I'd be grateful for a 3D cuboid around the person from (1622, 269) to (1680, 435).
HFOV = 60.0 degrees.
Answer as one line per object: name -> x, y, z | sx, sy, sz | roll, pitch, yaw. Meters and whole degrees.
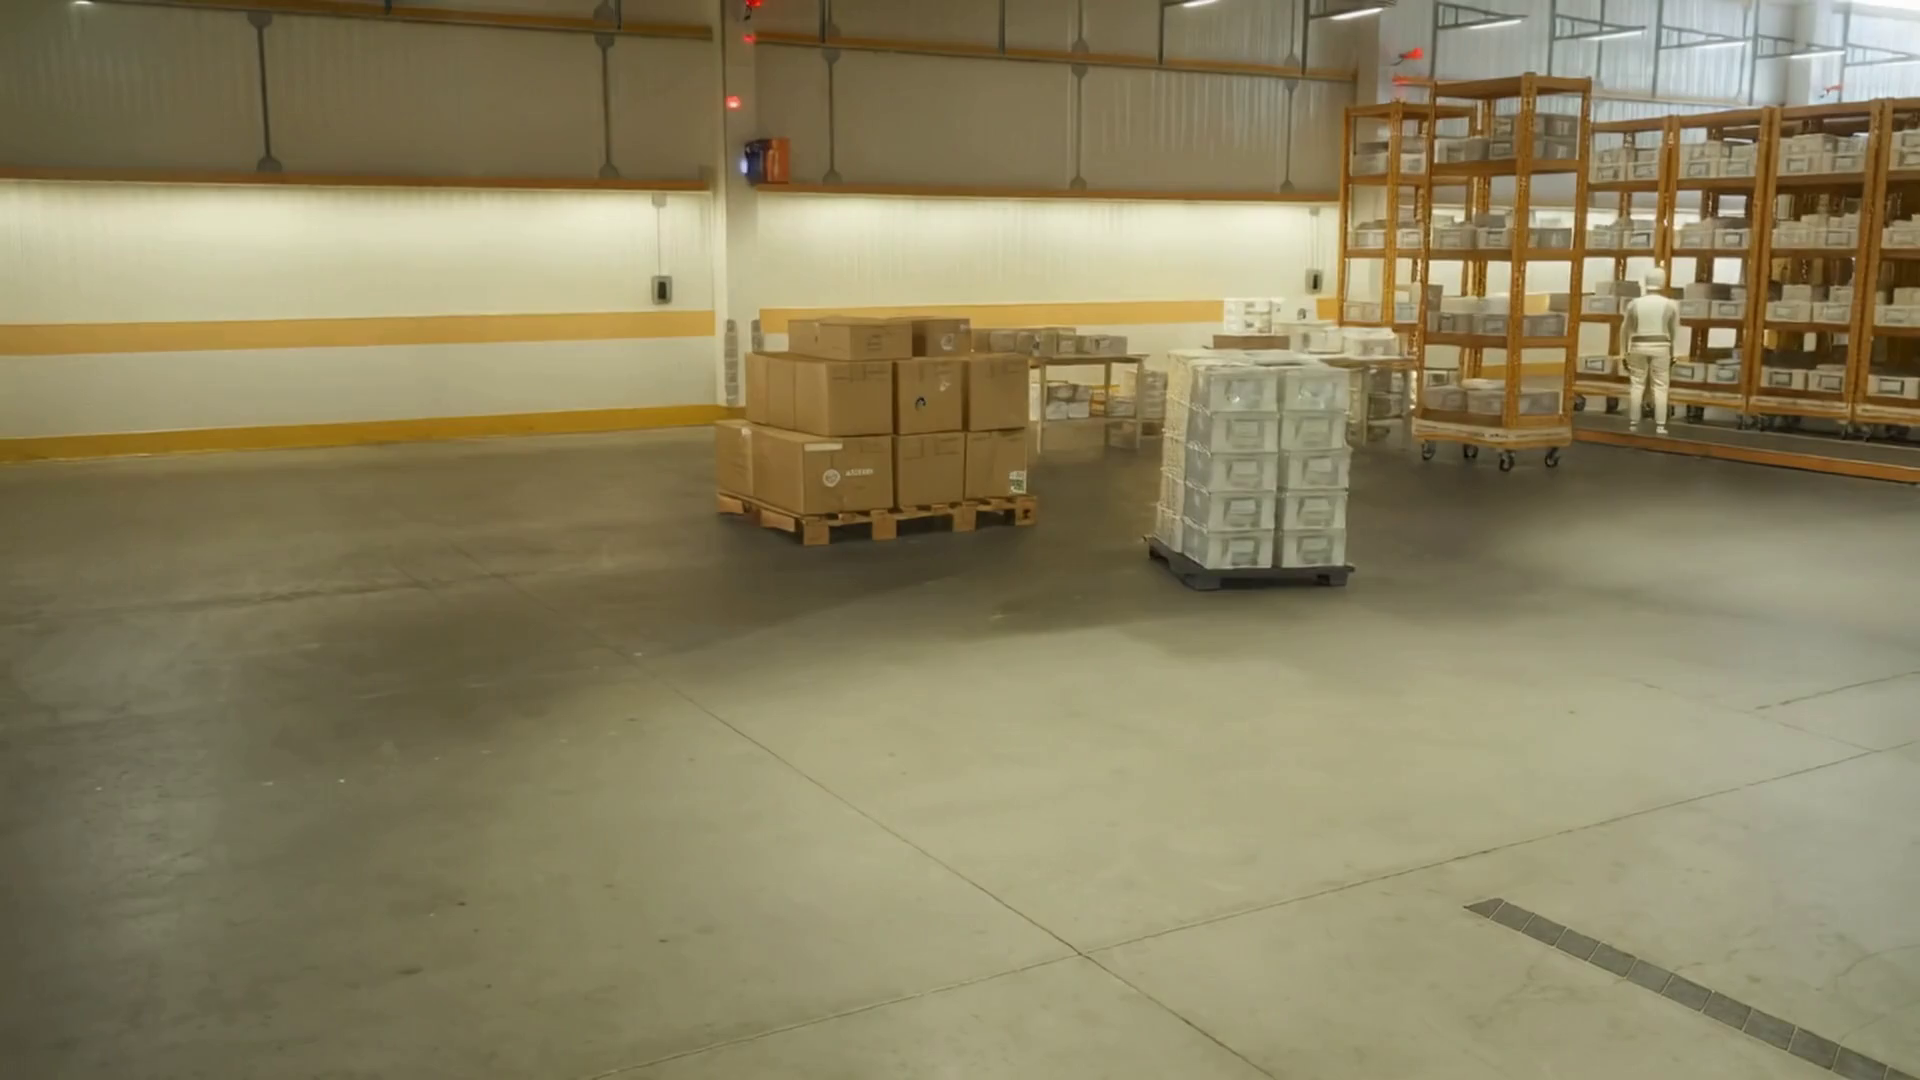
person -> 7.617, -2.066, 18.361 | 0.589, 1.824, 0.403 | 5, 11, 26
